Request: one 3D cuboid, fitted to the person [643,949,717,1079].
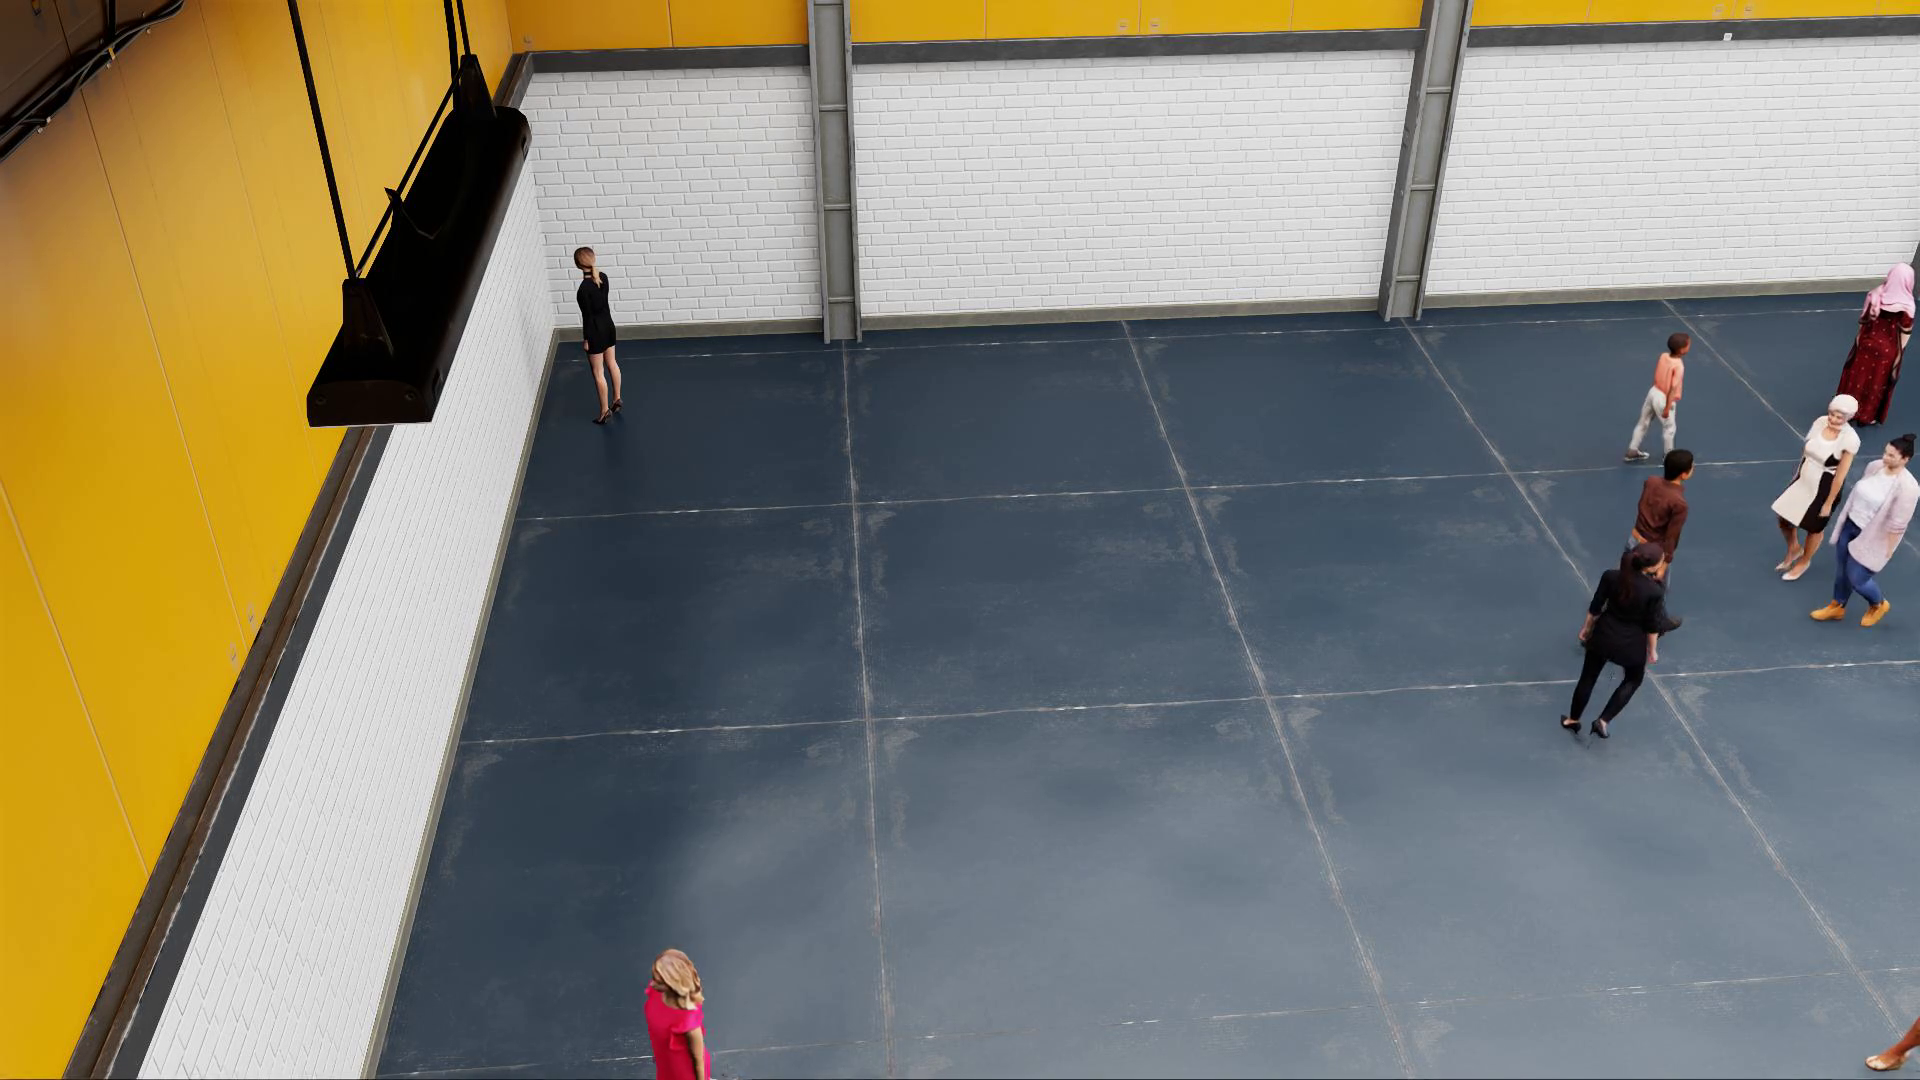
[{"bbox_3d":[-1.376,2.702,8.697,1.021,1.702,0.832,-19,38,-26],"label":"person"}]

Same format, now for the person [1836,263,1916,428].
[{"bbox_3d":[8.611,-1.834,15.579,0.776,1.638,0.764,-22,39,-29],"label":"person"}]

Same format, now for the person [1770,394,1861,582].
[{"bbox_3d":[6.957,-0.416,13.357,0.765,1.737,0.751,-12,35,-17],"label":"person"}]

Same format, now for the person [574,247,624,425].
[{"bbox_3d":[-3.400,-1.926,15.601,0.652,1.768,0.647,13,36,18],"label":"person"}]

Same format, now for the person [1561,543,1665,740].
[{"bbox_3d":[4.614,0.755,11.675,0.760,1.648,0.821,16,37,23],"label":"person"}]

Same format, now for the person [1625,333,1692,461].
[{"bbox_3d":[6.288,-1.266,15.042,0.797,1.287,0.565,-7,34,-11],"label":"person"}]

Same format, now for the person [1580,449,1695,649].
[{"bbox_3d":[5.123,0.109,12.570,1.231,1.733,0.921,-14,36,-20],"label":"person"}]

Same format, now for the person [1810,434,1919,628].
[{"bbox_3d":[7.103,-0.070,12.840,0.739,1.733,0.666,-3,34,-4],"label":"person"}]
